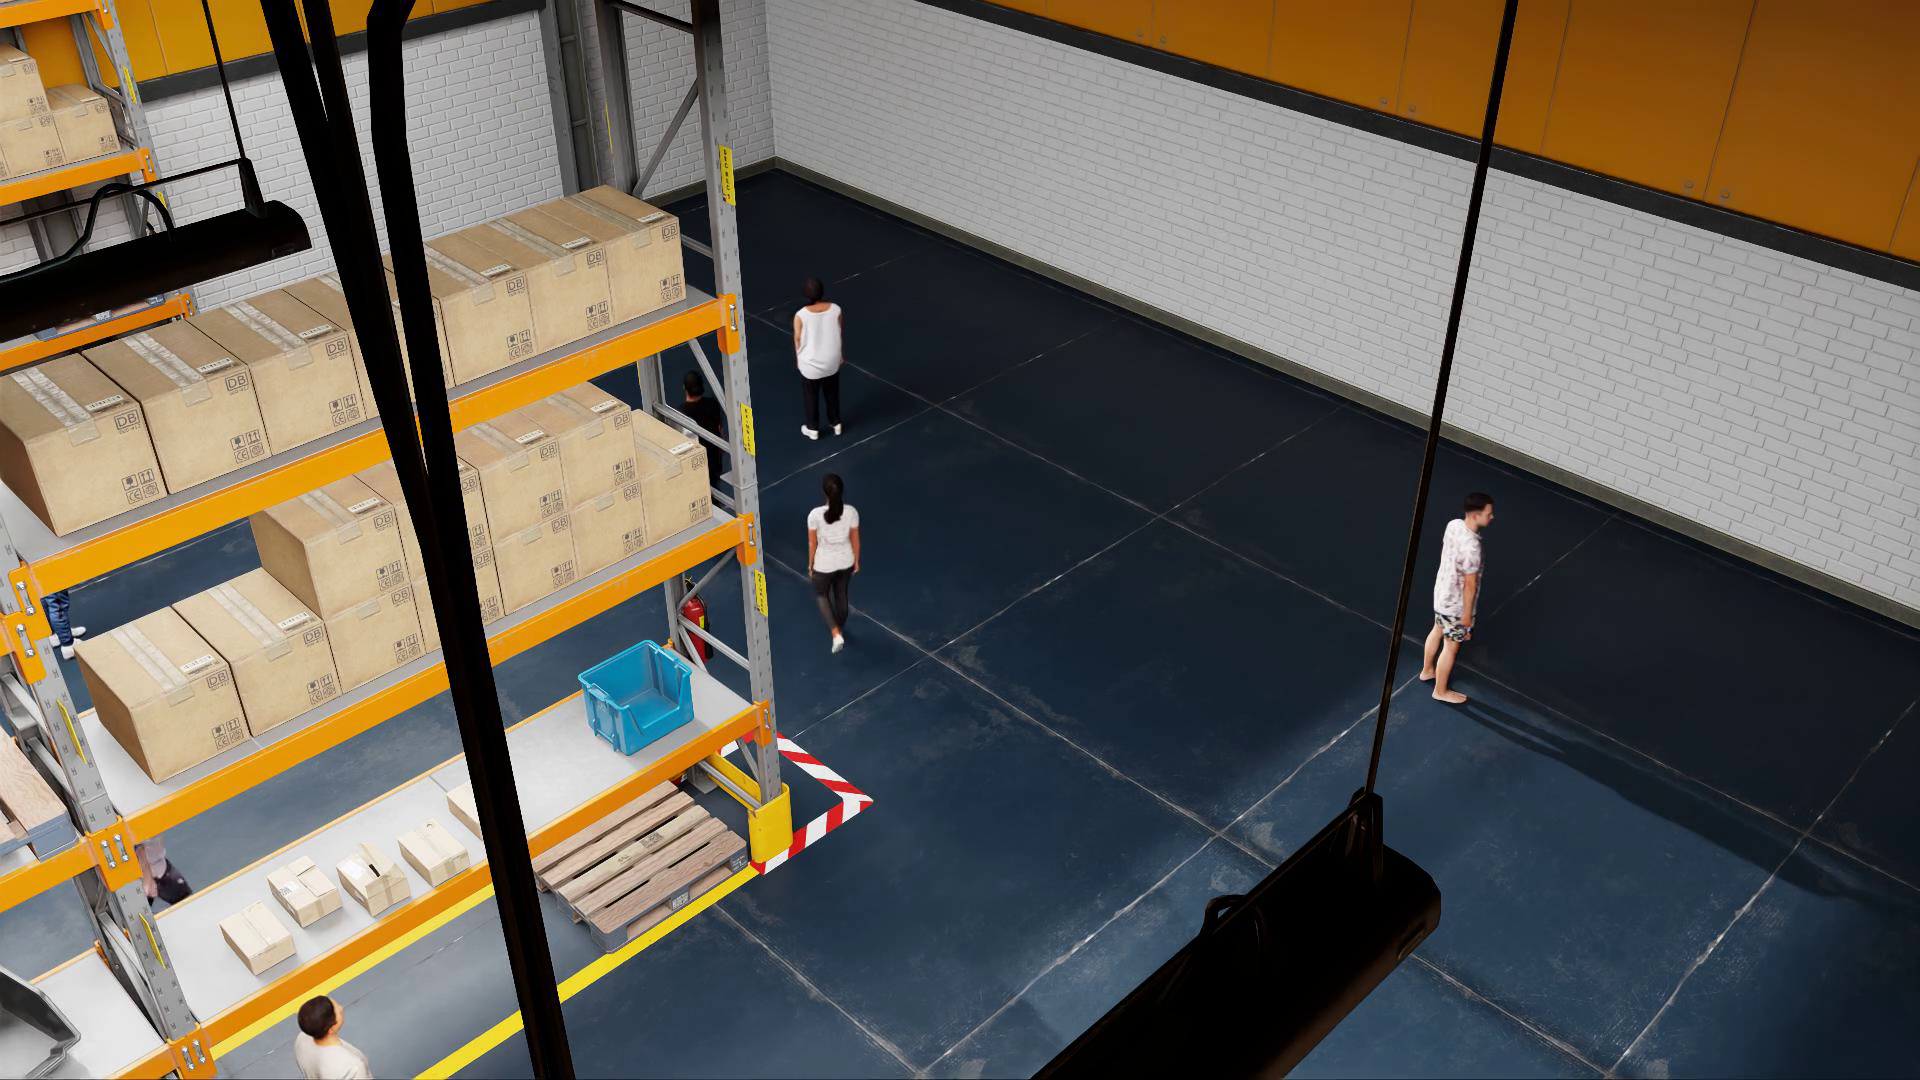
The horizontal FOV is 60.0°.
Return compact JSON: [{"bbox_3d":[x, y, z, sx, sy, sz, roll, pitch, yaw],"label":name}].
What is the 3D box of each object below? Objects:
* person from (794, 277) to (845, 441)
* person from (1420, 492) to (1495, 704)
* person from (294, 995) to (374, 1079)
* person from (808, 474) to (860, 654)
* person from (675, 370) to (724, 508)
[{"bbox_3d":[-1.407,-1.807,16.406,0.674,1.682,0.797,-14,36,-20],"label":"person"},{"bbox_3d":[3.848,0.423,12.930,0.790,1.816,0.753,-3,34,-5],"label":"person"},{"bbox_3d":[-3.265,3.096,8.913,0.708,1.812,0.656,16,37,23],"label":"person"},{"bbox_3d":[-1.003,0.225,13.389,0.870,1.639,0.861,-9,35,-13],"label":"person"},{"bbox_3d":[-2.253,-0.657,14.620,0.681,1.744,0.780,-16,37,-22],"label":"person"}]
